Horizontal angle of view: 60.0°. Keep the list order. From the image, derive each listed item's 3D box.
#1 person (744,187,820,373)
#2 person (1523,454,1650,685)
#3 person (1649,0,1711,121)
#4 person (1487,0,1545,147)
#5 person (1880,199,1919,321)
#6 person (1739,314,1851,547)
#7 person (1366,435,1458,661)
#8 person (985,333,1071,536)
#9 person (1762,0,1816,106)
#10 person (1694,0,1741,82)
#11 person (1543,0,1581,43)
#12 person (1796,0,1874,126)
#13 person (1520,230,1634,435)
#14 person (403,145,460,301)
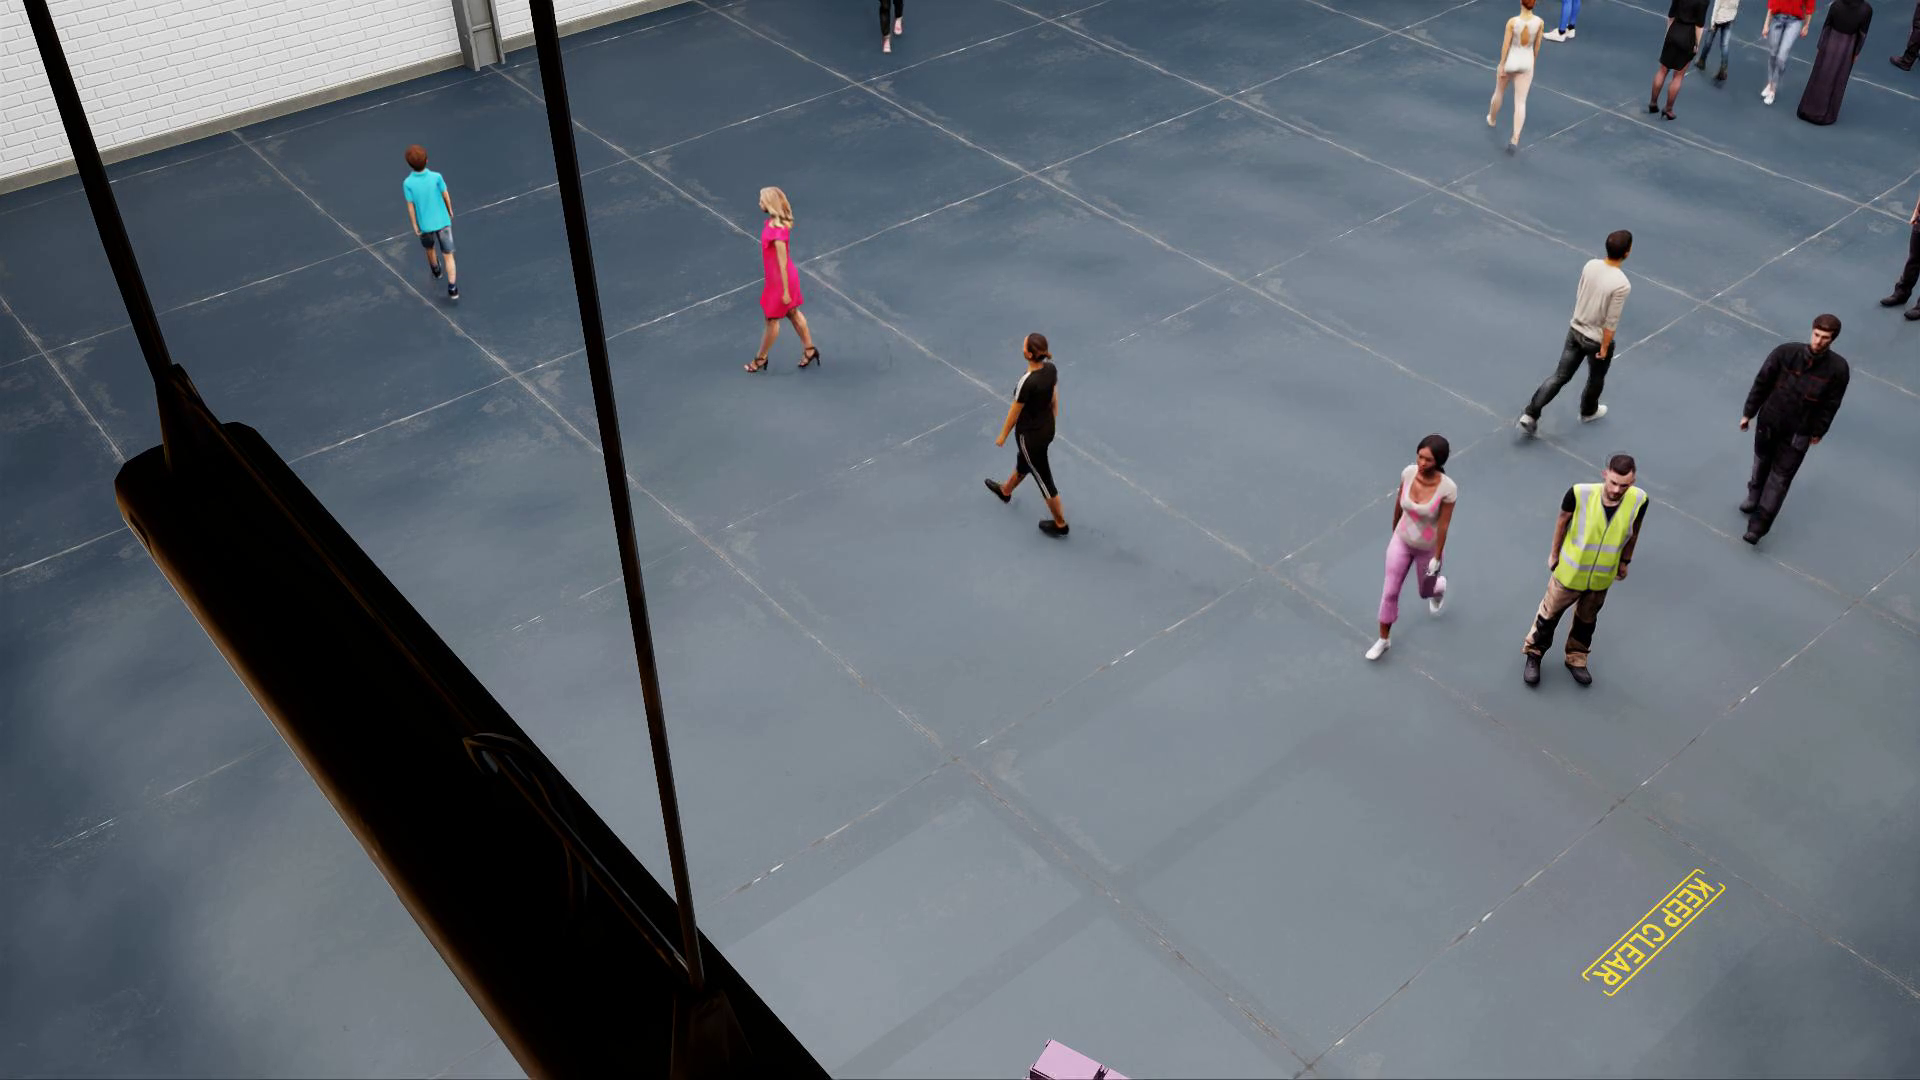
[{"bbox_3d":[-1.419,-2.171,13.954,0.982,1.700,0.871,-3,39,-4],"label":"person"},{"bbox_3d":[4.115,0.170,10.907,0.861,1.844,0.920,4,39,5],"label":"person"},{"bbox_3d":[7.799,-5.402,17.995,0.544,1.704,0.616,-21,43,-24],"label":"person"},{"bbox_3d":[5.882,-4.932,17.487,1.008,1.605,1.096,5,39,6],"label":"person"},{"bbox_3d":[8.674,-2.835,14.667,0.622,1.847,0.669,-20,43,-23],"label":"person"},{"bbox_3d":[6.121,-0.893,12.270,0.842,1.804,1.104,28,46,30],"label":"person"},{"bbox_3d":[3.125,0.016,11.201,0.694,1.718,1.098,29,47,32],"label":"person"},{"bbox_3d":[0.616,-0.736,12.216,0.833,1.626,1.069,25,45,28],"label":"person"},{"bbox_3d":[9.154,-5.728,18.427,0.712,1.674,0.804,24,45,27],"label":"person"},{"bbox_3d":[8.708,-5.862,18.905,0.882,1.288,0.888,0,39,0],"label":"person"},{"bbox_3d":[7.350,-6.810,19.707,0.747,1.768,0.550,27,46,30],"label":"person"},{"bbox_3d":[9.478,-5.305,17.946,0.658,1.615,0.667,23,44,26],"label":"person"},{"bbox_3d":[4.912,-1.590,13.167,1.203,1.773,0.776,-21,43,-24],"label":"person"},{"bbox_3d":[-4.748,-2.853,15.034,0.971,1.417,0.840,-10,40,-13],"label":"person"}]
